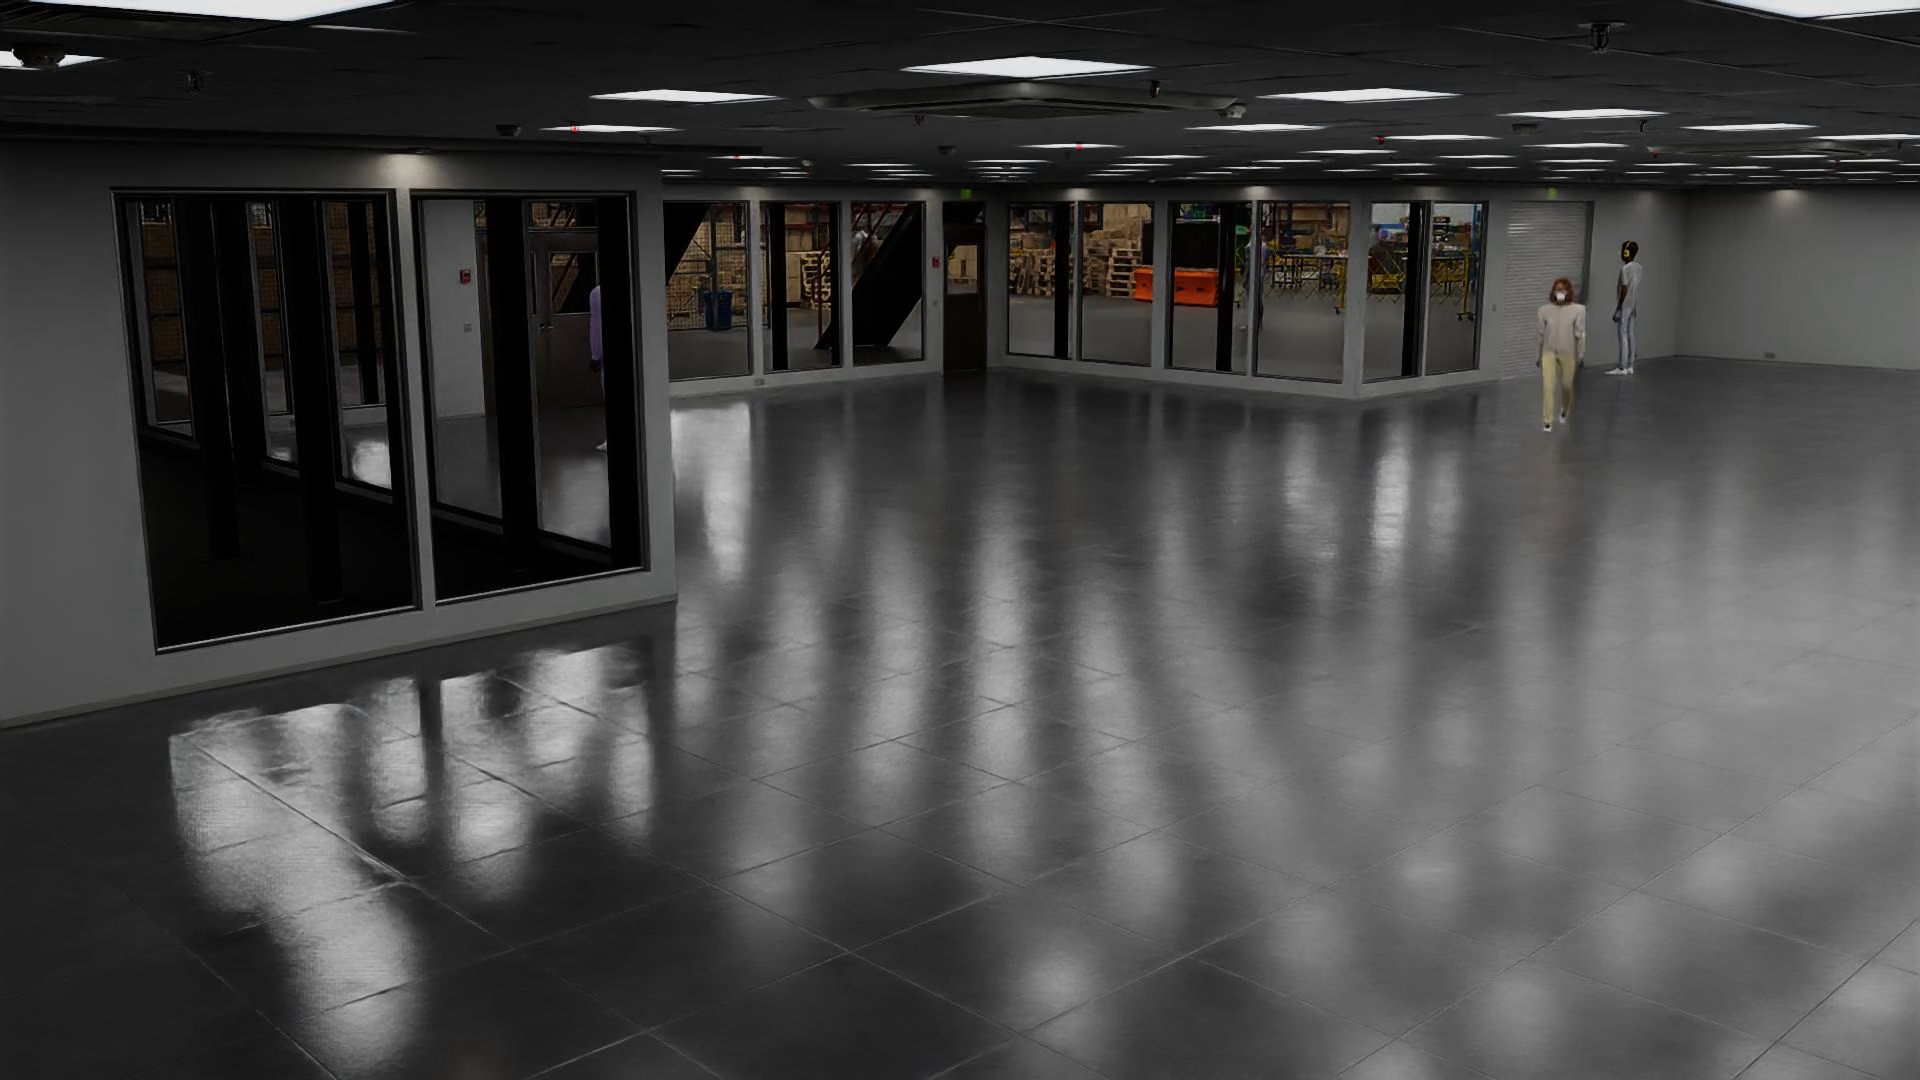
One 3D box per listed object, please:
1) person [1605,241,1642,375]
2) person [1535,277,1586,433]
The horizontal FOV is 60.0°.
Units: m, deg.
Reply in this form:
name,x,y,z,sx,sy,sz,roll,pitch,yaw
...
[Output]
name,x,y,z,sx,sy,sz,roll,pitch,yaw
person,9.320,-3.242,23.304,0.531,1.871,0.322,-11,15,-43
person,6.316,-1.959,17.508,0.505,1.611,0.693,5,13,26
